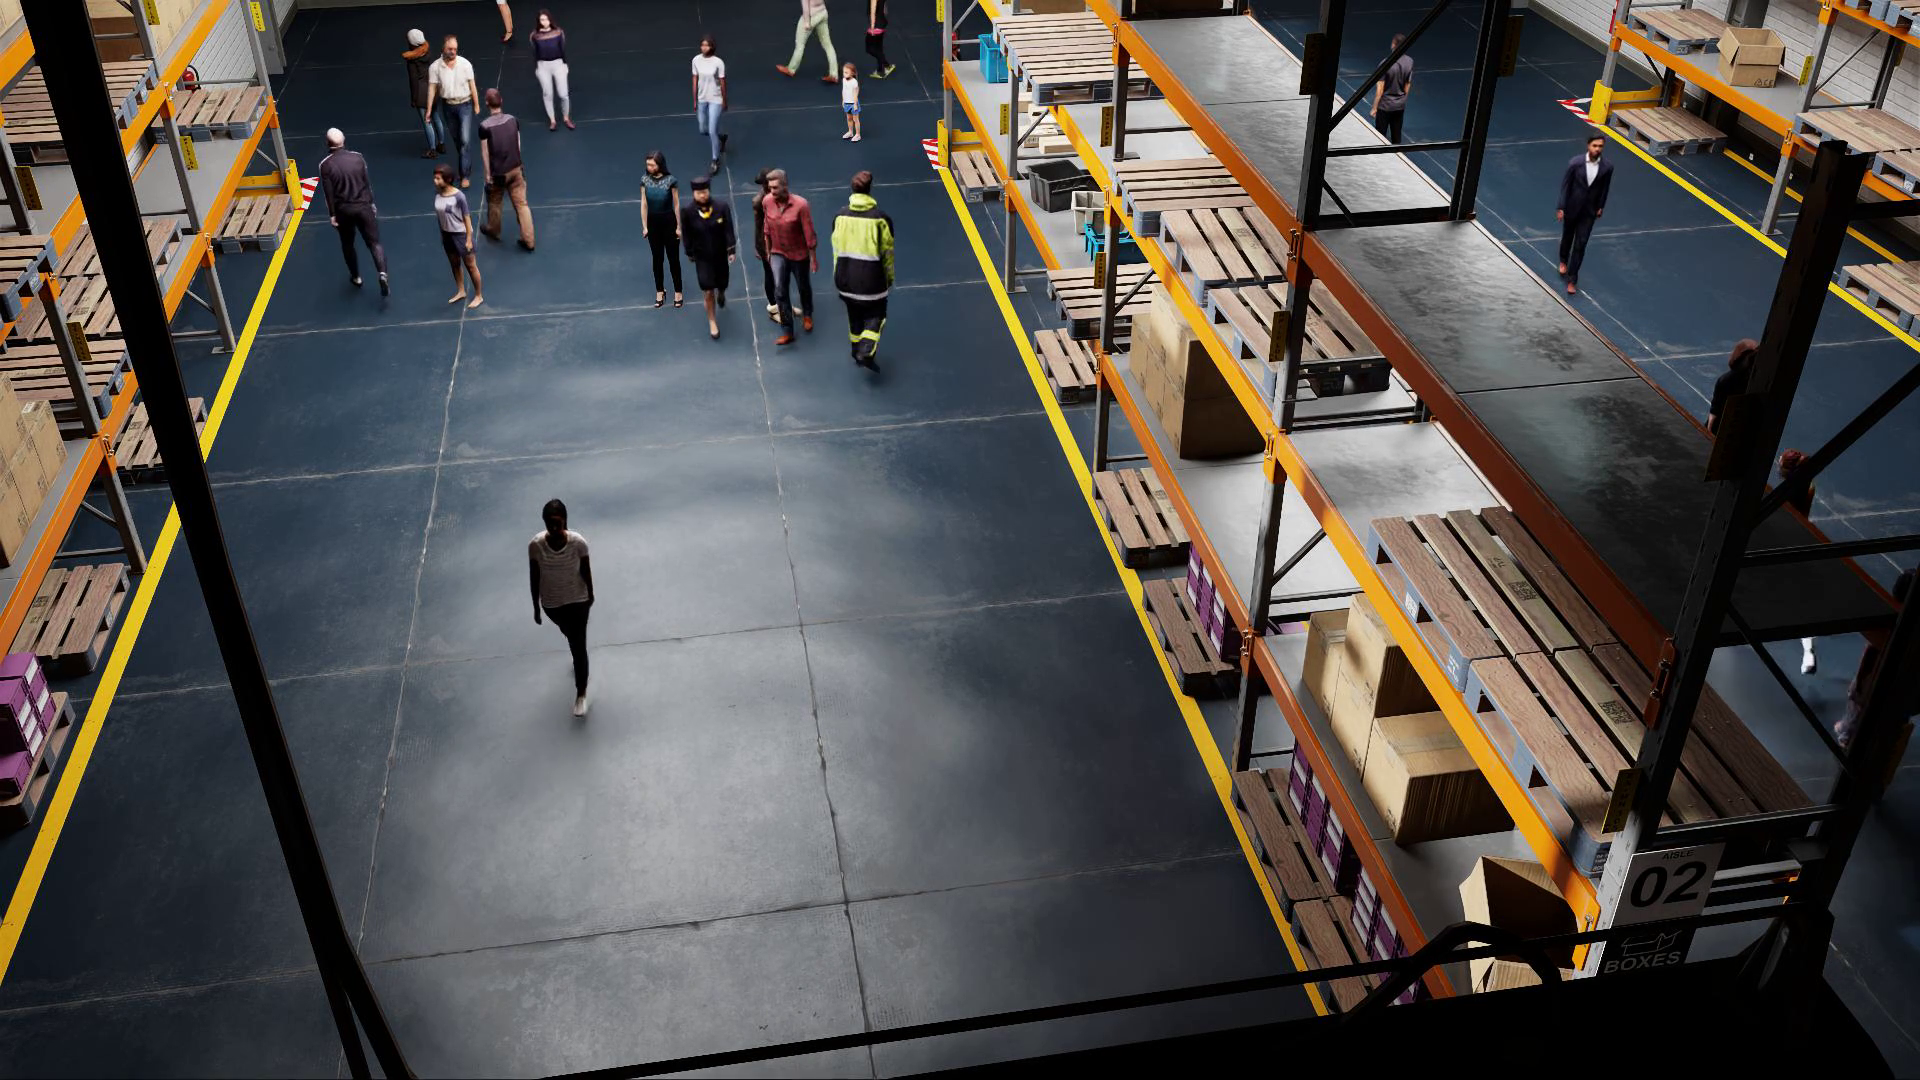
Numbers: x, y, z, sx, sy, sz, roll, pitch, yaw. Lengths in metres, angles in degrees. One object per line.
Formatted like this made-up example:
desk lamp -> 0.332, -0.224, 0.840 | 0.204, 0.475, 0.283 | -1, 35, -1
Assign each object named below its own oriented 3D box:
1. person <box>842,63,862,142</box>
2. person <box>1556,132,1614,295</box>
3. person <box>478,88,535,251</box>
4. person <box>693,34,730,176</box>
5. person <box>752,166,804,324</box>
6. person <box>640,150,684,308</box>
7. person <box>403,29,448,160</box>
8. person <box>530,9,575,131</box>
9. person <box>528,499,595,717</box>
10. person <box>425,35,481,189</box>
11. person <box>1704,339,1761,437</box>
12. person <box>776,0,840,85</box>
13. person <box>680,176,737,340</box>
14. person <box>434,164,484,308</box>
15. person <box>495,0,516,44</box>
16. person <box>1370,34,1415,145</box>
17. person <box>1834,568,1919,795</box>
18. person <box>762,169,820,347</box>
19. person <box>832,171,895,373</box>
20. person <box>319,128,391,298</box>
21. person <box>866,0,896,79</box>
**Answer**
person -> -1.413, -5.732, 21.718 | 0.462, 1.018, 0.536 | 28, 42, 35
person -> 6.643, -3.560, 17.855 | 0.956, 1.677, 1.233 | 7, 34, 10
person -> -5.020, -4.085, 18.527 | 1.038, 1.808, 1.166 | -28, 43, -35
person -> -3.072, -5.448, 20.672 | 0.880, 1.704, 1.020 | 11, 35, 17
person -> -1.946, -3.064, 17.126 | 0.763, 1.659, 0.702 | 28, 43, 35
person -> -3.095, -3.252, 17.344 | 0.611, 1.730, 0.572 | 3, 34, 4
person -> -6.770, -5.655, 21.047 | 0.806, 1.634, 0.722 | 13, 36, 19
person -> -5.371, -6.180, 21.867 | 0.612, 1.600, 0.536 | -8, 34, -12
person -> -2.852, 0.380, 11.997 | 0.685, 1.601, 1.126 | -1, 34, -2
person -> -6.121, -5.309, 20.356 | 0.895, 1.822, 1.087 | 4, 34, 6
person -> 6.356, -0.906, 13.838 | 0.622, 1.705, 0.551 | -12, 35, -17
person -> -1.972, -7.290, 23.331 | 1.252, 1.828, 1.208 | 20, 38, 27
person -> -2.524, -2.918, 16.916 | 0.686, 1.648, 0.995 | -6, 34, -9
person -> -5.273, -3.209, 17.429 | 0.653, 1.565, 0.694 | 16, 37, 23
person -> -6.970, -8.438, 25.091 | 0.625, 1.793, 0.441 | -5, 34, -8
person -> 5.297, -5.332, 20.443 | 0.668, 1.764, 0.608 | -12, 35, -17
person -> 6.253, 0.974, 11.131 | 0.938, 1.571, 1.164 | 10, 35, 15
person -> -1.689, -2.913, 16.782 | 1.025, 1.789, 1.169 | 7, 34, 10
person -> -0.975, -2.533, 16.070 | 0.978, 1.945, 1.114 | 8, 34, 12
person -> -6.338, -3.393, 17.493 | 0.890, 1.800, 1.196 | -17, 37, -24
person -> -1.105, -7.300, 23.609 | 0.804, 1.537, 0.759 | 11, 35, 16
